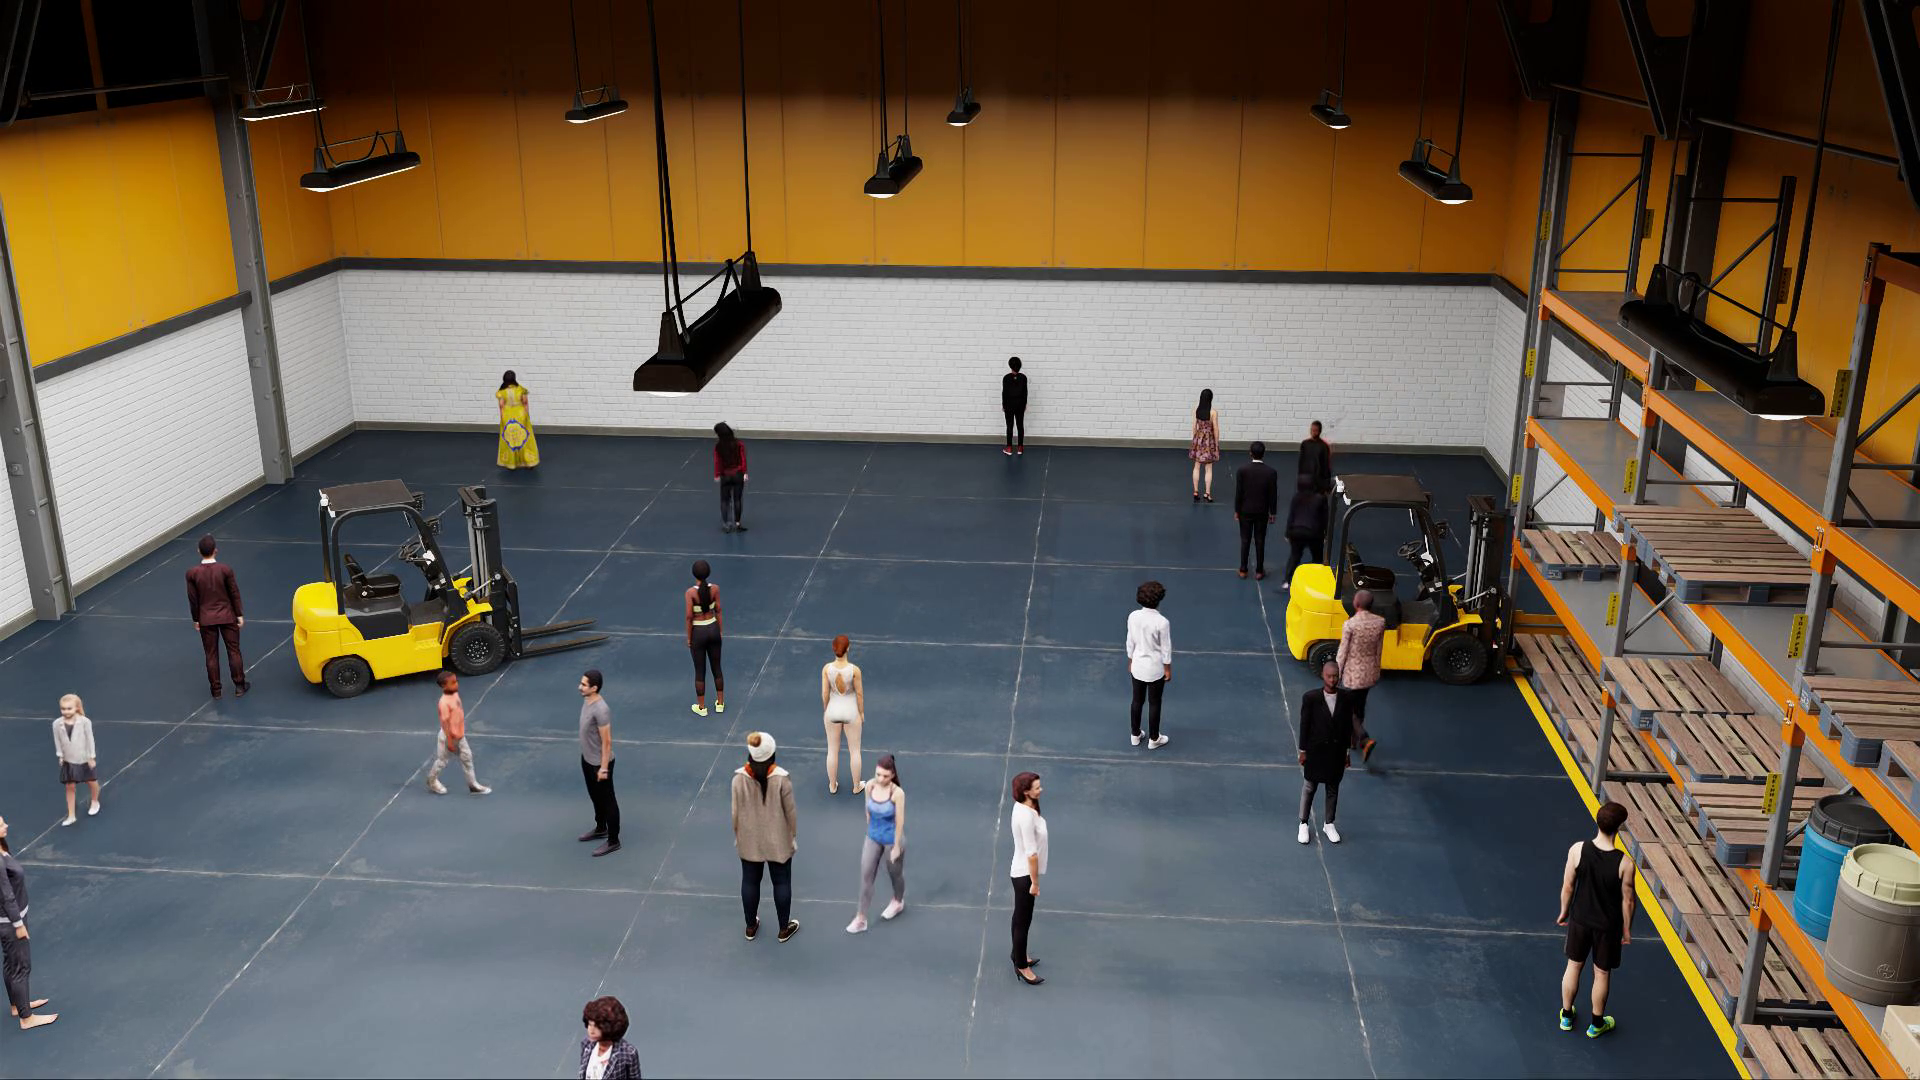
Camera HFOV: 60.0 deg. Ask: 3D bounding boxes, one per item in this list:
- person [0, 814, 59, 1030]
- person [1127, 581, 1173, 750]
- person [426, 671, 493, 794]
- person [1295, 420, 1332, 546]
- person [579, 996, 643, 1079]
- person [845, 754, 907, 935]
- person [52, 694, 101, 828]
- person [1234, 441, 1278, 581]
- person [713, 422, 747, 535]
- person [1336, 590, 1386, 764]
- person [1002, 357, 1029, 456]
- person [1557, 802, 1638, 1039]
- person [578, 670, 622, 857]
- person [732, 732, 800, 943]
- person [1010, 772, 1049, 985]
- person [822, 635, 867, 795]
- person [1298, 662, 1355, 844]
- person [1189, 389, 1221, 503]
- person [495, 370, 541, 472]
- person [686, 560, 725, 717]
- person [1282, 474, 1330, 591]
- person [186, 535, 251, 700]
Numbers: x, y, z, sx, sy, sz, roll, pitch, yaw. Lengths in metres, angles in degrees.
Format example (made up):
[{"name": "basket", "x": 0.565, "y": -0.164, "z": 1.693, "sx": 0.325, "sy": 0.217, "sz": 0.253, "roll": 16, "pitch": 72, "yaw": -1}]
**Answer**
[{"name": "person", "x": -7.214, "y": 2.858, "z": 12.606, "sx": 0.737, "sy": 1.768, "sz": 0.683, "roll": -16, "pitch": 24, "yaw": -39}, {"name": "person", "x": 1.953, "y": 1.282, "z": 17.221, "sx": 0.722, "sy": 1.809, "sz": 0.722, "roll": 11, "pitch": 22, "yaw": 30}, {"name": "person", "x": -5.021, "y": 1.890, "z": 16.221, "sx": 0.651, "sy": 1.295, "sz": 0.872, "roll": 5, "pitch": 19, "yaw": 13}, {"name": "person", "x": 5.034, "y": -0.830, "z": 23.511, "sx": 0.890, "sy": 1.798, "sz": 0.999, "roll": 13, "pitch": 23, "yaw": 34}, {"name": "person", "x": -2.190, "y": 3.621, "z": 10.444, "sx": 0.698, "sy": 1.702, "sz": 0.680, "roll": 10, "pitch": 21, "yaw": 26}, {"name": "person", "x": -0.581, "y": 2.500, "z": 13.967, "sx": 0.853, "sy": 1.578, "sz": 1.033, "roll": 12, "pitch": 22, "yaw": 32}, {"name": "person", "x": -8.382, "y": 2.040, "z": 15.837, "sx": 0.642, "sy": 1.257, "sz": 0.812, "roll": -3, "pitch": 19, "yaw": -10}, {"name": "person", "x": 3.905, "y": -0.398, "z": 22.095, "sx": 0.712, "sy": 1.882, "sz": 0.552, "roll": 3, "pitch": 19, "yaw": 8}, {"name": "person", "x": -3.276, "y": -0.905, "z": 23.979, "sx": 0.685, "sy": 1.641, "sz": 0.655, "roll": 1, "pitch": 19, "yaw": 2}, {"name": "person", "x": 4.096, "y": 1.399, "z": 16.913, "sx": 0.983, "sy": 1.783, "sz": 1.140, "roll": -8, "pitch": 20, "yaw": -22}, {"name": "person", "x": 0.924, "y": -2.270, "z": 27.977, "sx": 0.650, "sy": 1.675, "sz": 0.629, "roll": -4, "pitch": 19, "yaw": -10}, {"name": "person", "x": 4.762, "y": 2.840, "z": 12.466, "sx": 0.778, "sy": 1.890, "sz": 0.761, "roll": 12, "pitch": 22, "yaw": 33}, {"name": "person", "x": -3.304, "y": 1.993, "z": 15.193, "sx": 0.758, "sy": 1.755, "sz": 0.673, "roll": -11, "pitch": 22, "yaw": -31}, {"name": "person", "x": -1.619, "y": 2.419, "z": 13.716, "sx": 0.705, "sy": 1.891, "sz": 0.656, "roll": 3, "pitch": 19, "yaw": 8}, {"name": "person", "x": 0.514, "y": 2.653, "z": 13.173, "sx": 0.690, "sy": 1.795, "sz": 0.490, "roll": -1, "pitch": 19, "yaw": -2}, {"name": "person", "x": -1.145, "y": 1.700, "z": 16.238, "sx": 0.552, "sy": 1.644, "sz": 0.458, "roll": 2, "pitch": 19, "yaw": 6}, {"name": "person", "x": 3.369, "y": 1.941, "z": 15.339, "sx": 0.673, "sy": 1.762, "sz": 0.588, "roll": -1, "pitch": 19, "yaw": -2}, {"name": "person", "x": 3.737, "y": -1.443, "z": 25.368, "sx": 0.784, "sy": 1.774, "sz": 0.816, "roll": 11, "pitch": 22, "yaw": 30}, {"name": "person", "x": -7.249, "y": -1.957, "z": 27.072, "sx": 0.971, "sy": 1.660, "sz": 0.943, "roll": -5, "pitch": 19, "yaw": -16}, {"name": "person", "x": -2.751, "y": 1.050, "z": 17.995, "sx": 0.643, "sy": 1.755, "sz": 0.670, "roll": -10, "pitch": 21, "yaw": -26}, {"name": "person", "x": 4.455, "y": -0.069, "z": 21.573, "sx": 0.835, "sy": 1.592, "sz": 0.868, "roll": 10, "pitch": 21, "yaw": 26}, {"name": "person", "x": -8.217, "y": 0.852, "z": 18.408, "sx": 0.768, "sy": 1.865, "sz": 0.747, "roll": -6, "pitch": 20, "yaw": -18}]
